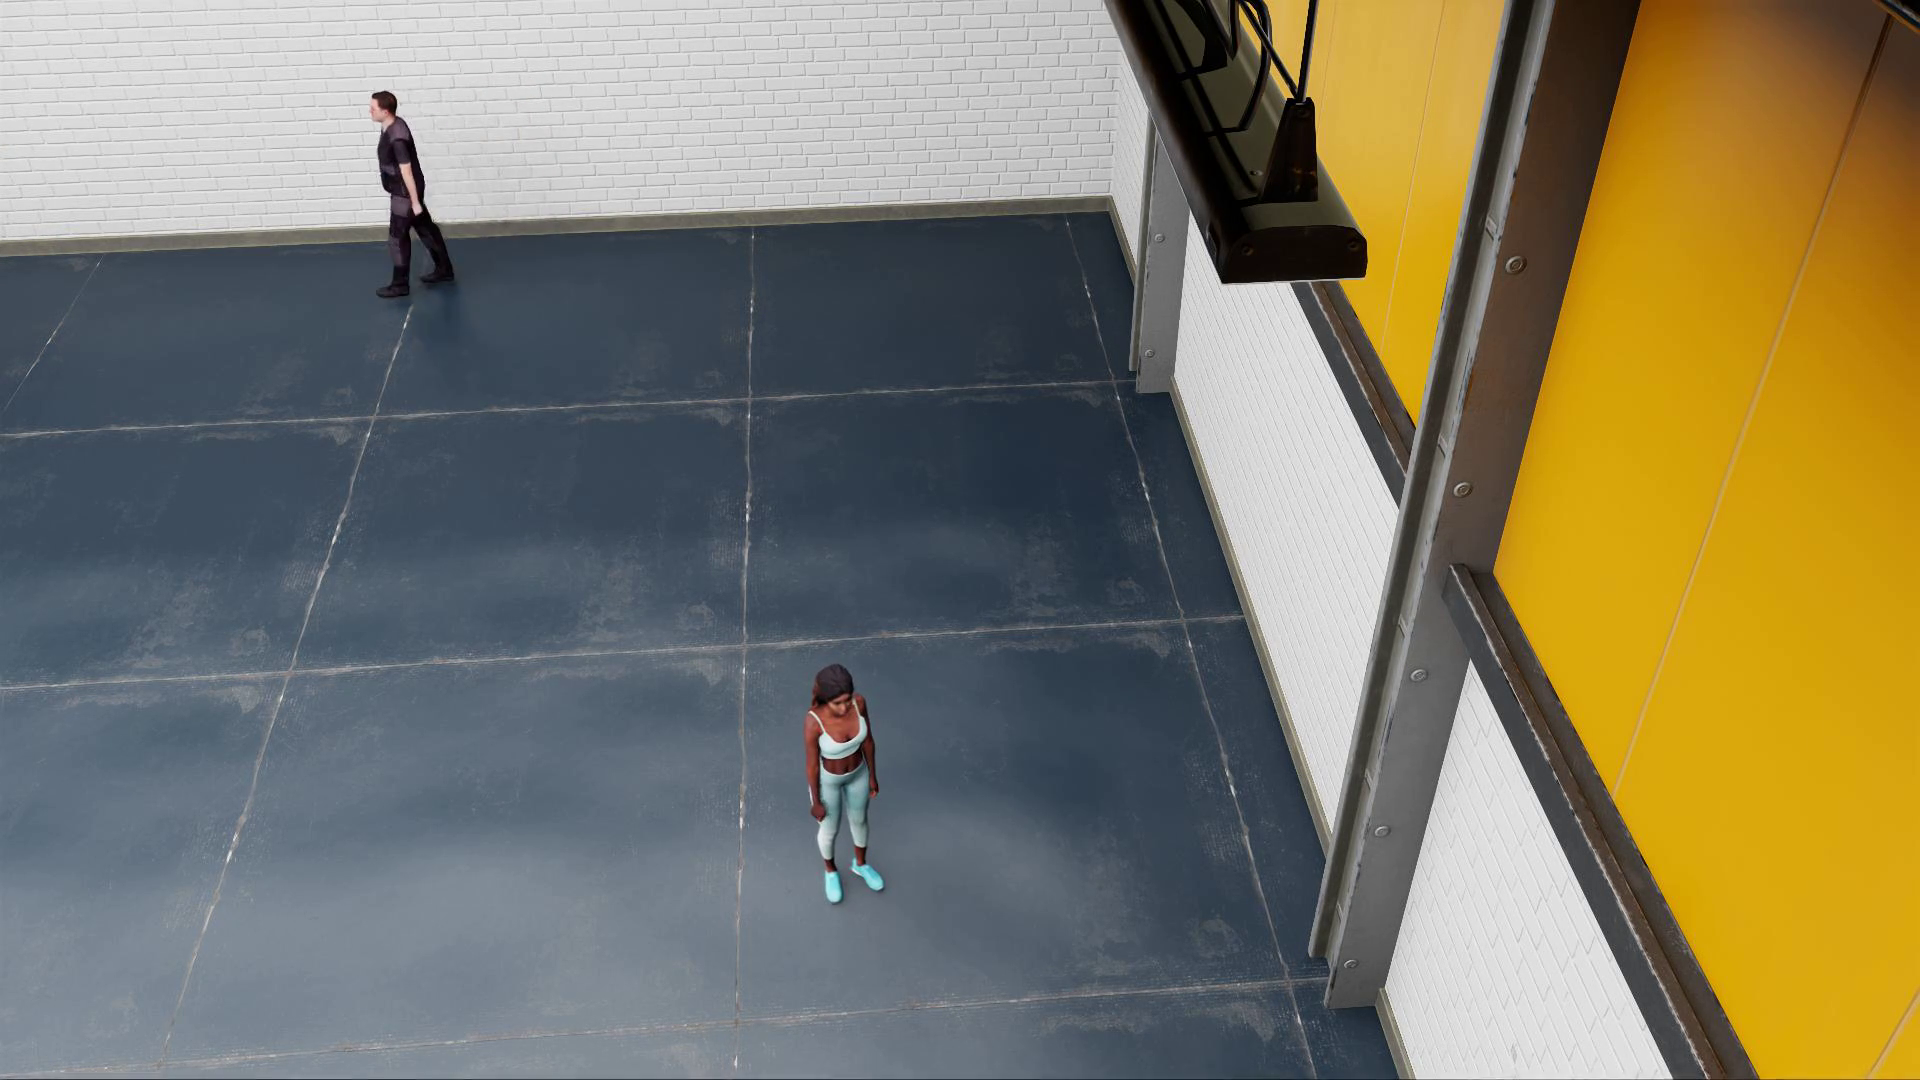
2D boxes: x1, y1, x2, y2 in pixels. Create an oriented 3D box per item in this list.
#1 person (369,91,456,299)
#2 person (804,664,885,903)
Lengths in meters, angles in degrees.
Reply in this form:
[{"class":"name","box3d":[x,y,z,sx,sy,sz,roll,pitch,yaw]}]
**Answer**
[{"class":"person","box3d":[-4.708,-3.015,14.430,0.969,1.823,0.973,-14,41,-16]},{"class":"person","box3d":[-0.655,1.308,9.095,0.648,1.724,0.665,-21,43,-24]}]
